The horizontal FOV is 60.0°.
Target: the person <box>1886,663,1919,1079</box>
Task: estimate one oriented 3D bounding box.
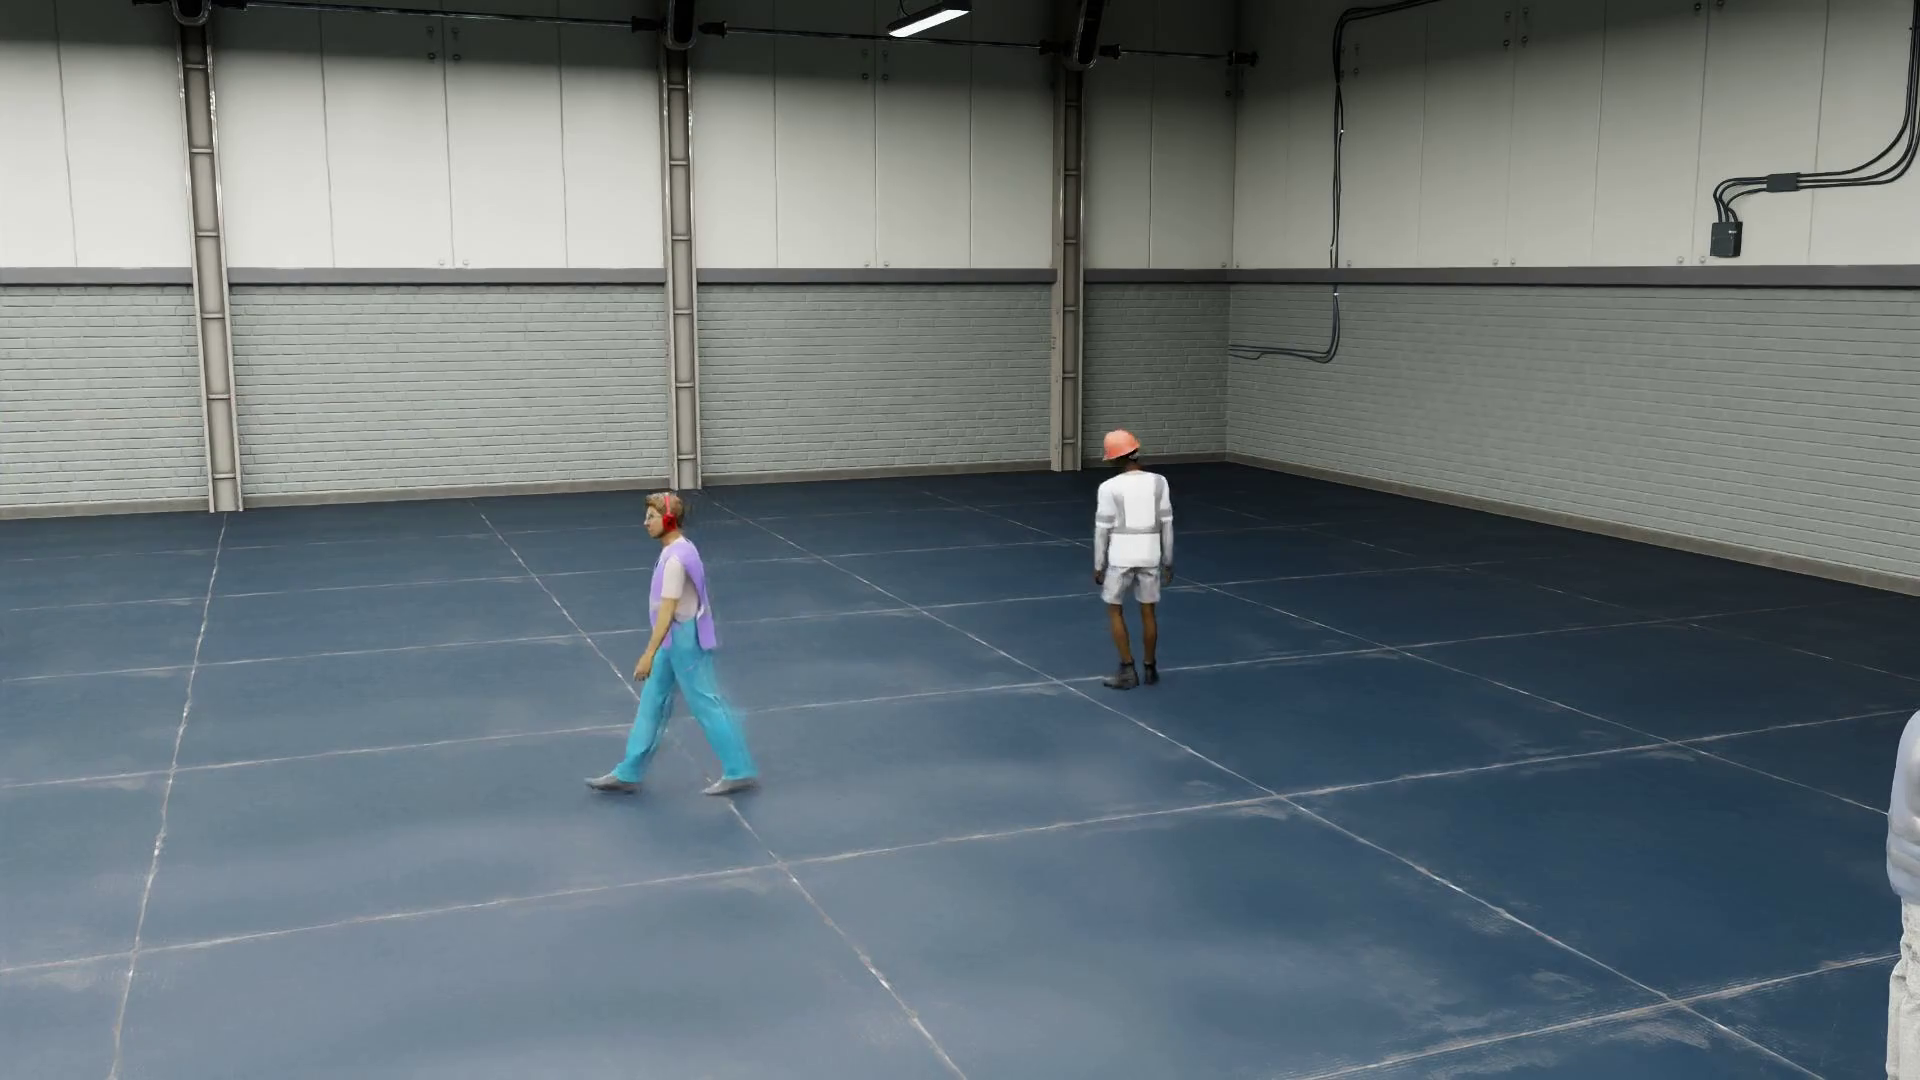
[{"bbox_3d":[3.449,1.206,5.792,0.404,1.833,0.589,4,10,22],"label":"person"}]

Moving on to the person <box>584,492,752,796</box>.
[{"bbox_3d":[-1.673,0.617,9.614,0.964,1.793,0.574,-2,9,-15],"label":"person"}]

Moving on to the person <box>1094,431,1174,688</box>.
[{"bbox_3d":[1.288,0.151,12.272,0.616,1.909,0.412,-2,9,-14],"label":"person"}]
